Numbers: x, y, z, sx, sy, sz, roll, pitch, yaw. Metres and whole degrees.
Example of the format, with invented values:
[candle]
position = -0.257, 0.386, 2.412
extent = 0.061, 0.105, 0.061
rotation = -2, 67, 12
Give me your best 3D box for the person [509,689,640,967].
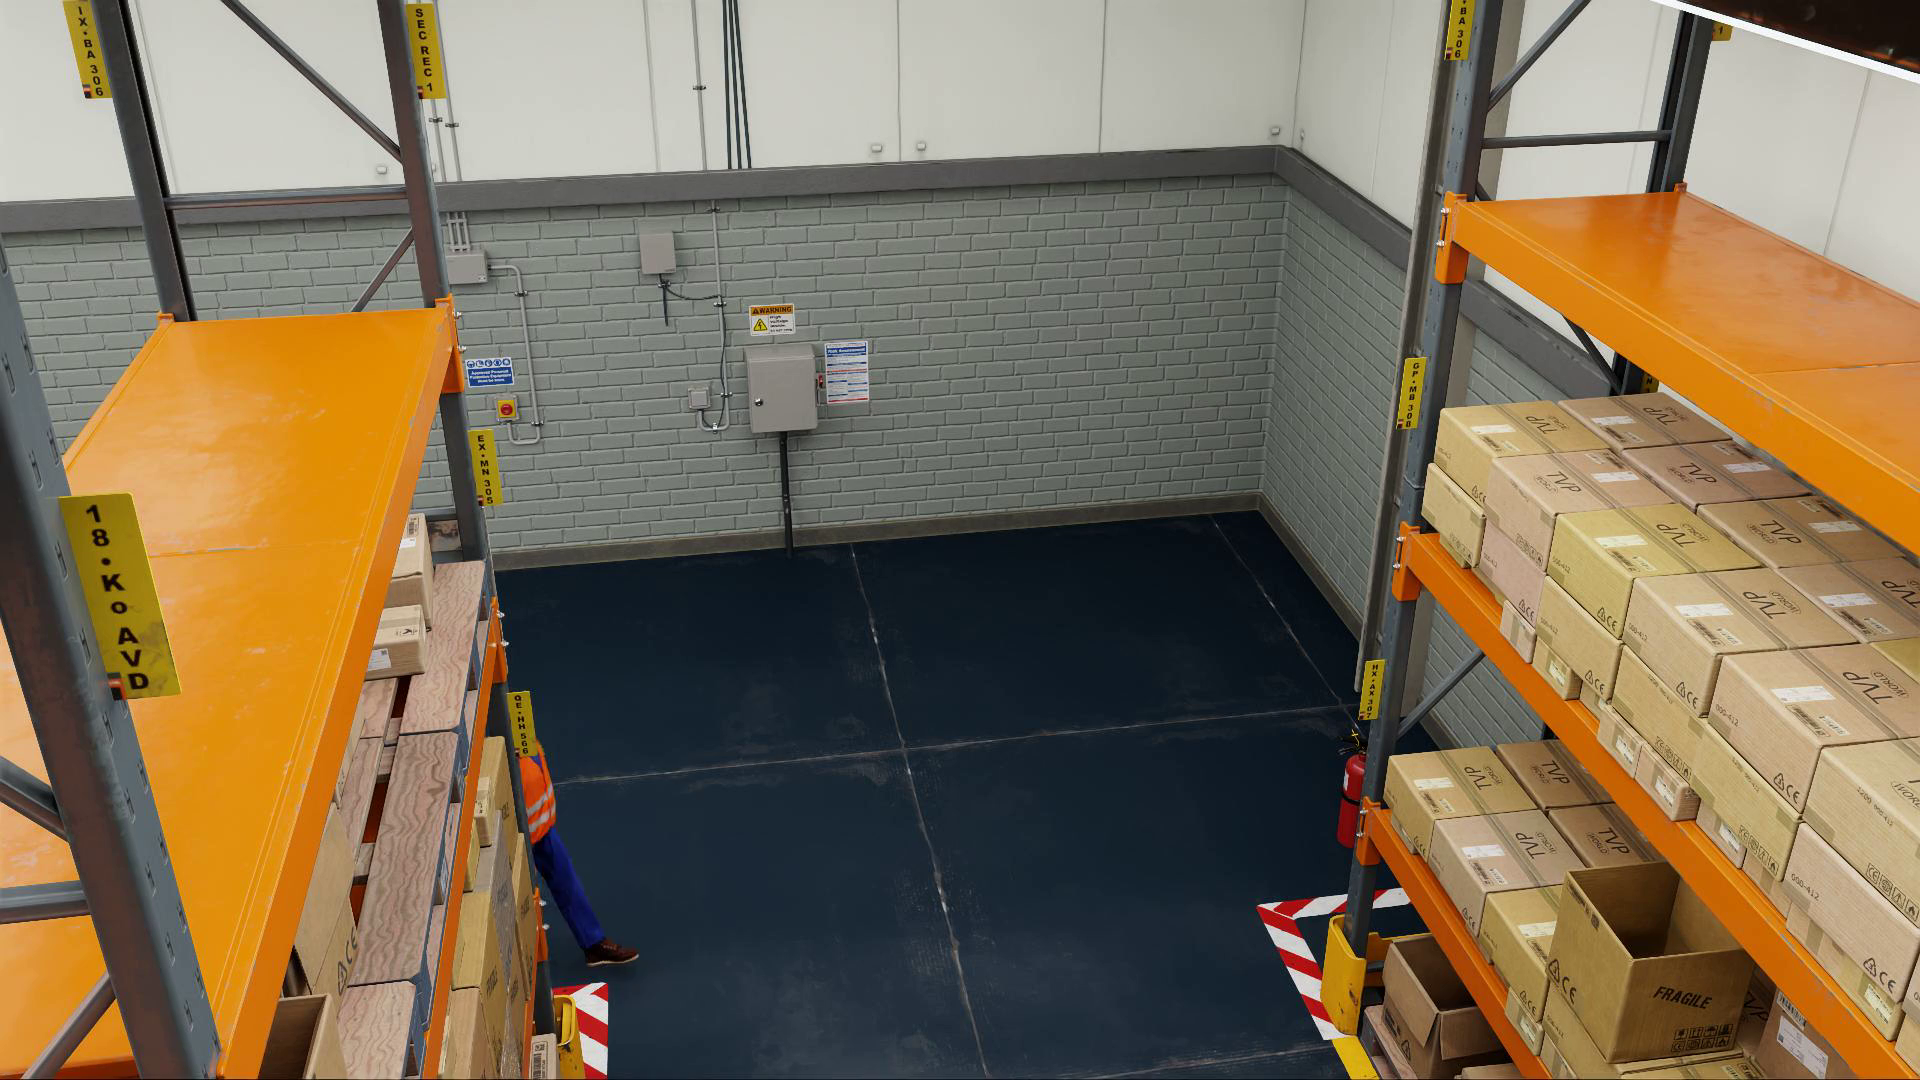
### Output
[person]
position = -2.335, 1.534, 8.476
extent = 0.942, 1.802, 1.249
rotation = 0, 27, 0
